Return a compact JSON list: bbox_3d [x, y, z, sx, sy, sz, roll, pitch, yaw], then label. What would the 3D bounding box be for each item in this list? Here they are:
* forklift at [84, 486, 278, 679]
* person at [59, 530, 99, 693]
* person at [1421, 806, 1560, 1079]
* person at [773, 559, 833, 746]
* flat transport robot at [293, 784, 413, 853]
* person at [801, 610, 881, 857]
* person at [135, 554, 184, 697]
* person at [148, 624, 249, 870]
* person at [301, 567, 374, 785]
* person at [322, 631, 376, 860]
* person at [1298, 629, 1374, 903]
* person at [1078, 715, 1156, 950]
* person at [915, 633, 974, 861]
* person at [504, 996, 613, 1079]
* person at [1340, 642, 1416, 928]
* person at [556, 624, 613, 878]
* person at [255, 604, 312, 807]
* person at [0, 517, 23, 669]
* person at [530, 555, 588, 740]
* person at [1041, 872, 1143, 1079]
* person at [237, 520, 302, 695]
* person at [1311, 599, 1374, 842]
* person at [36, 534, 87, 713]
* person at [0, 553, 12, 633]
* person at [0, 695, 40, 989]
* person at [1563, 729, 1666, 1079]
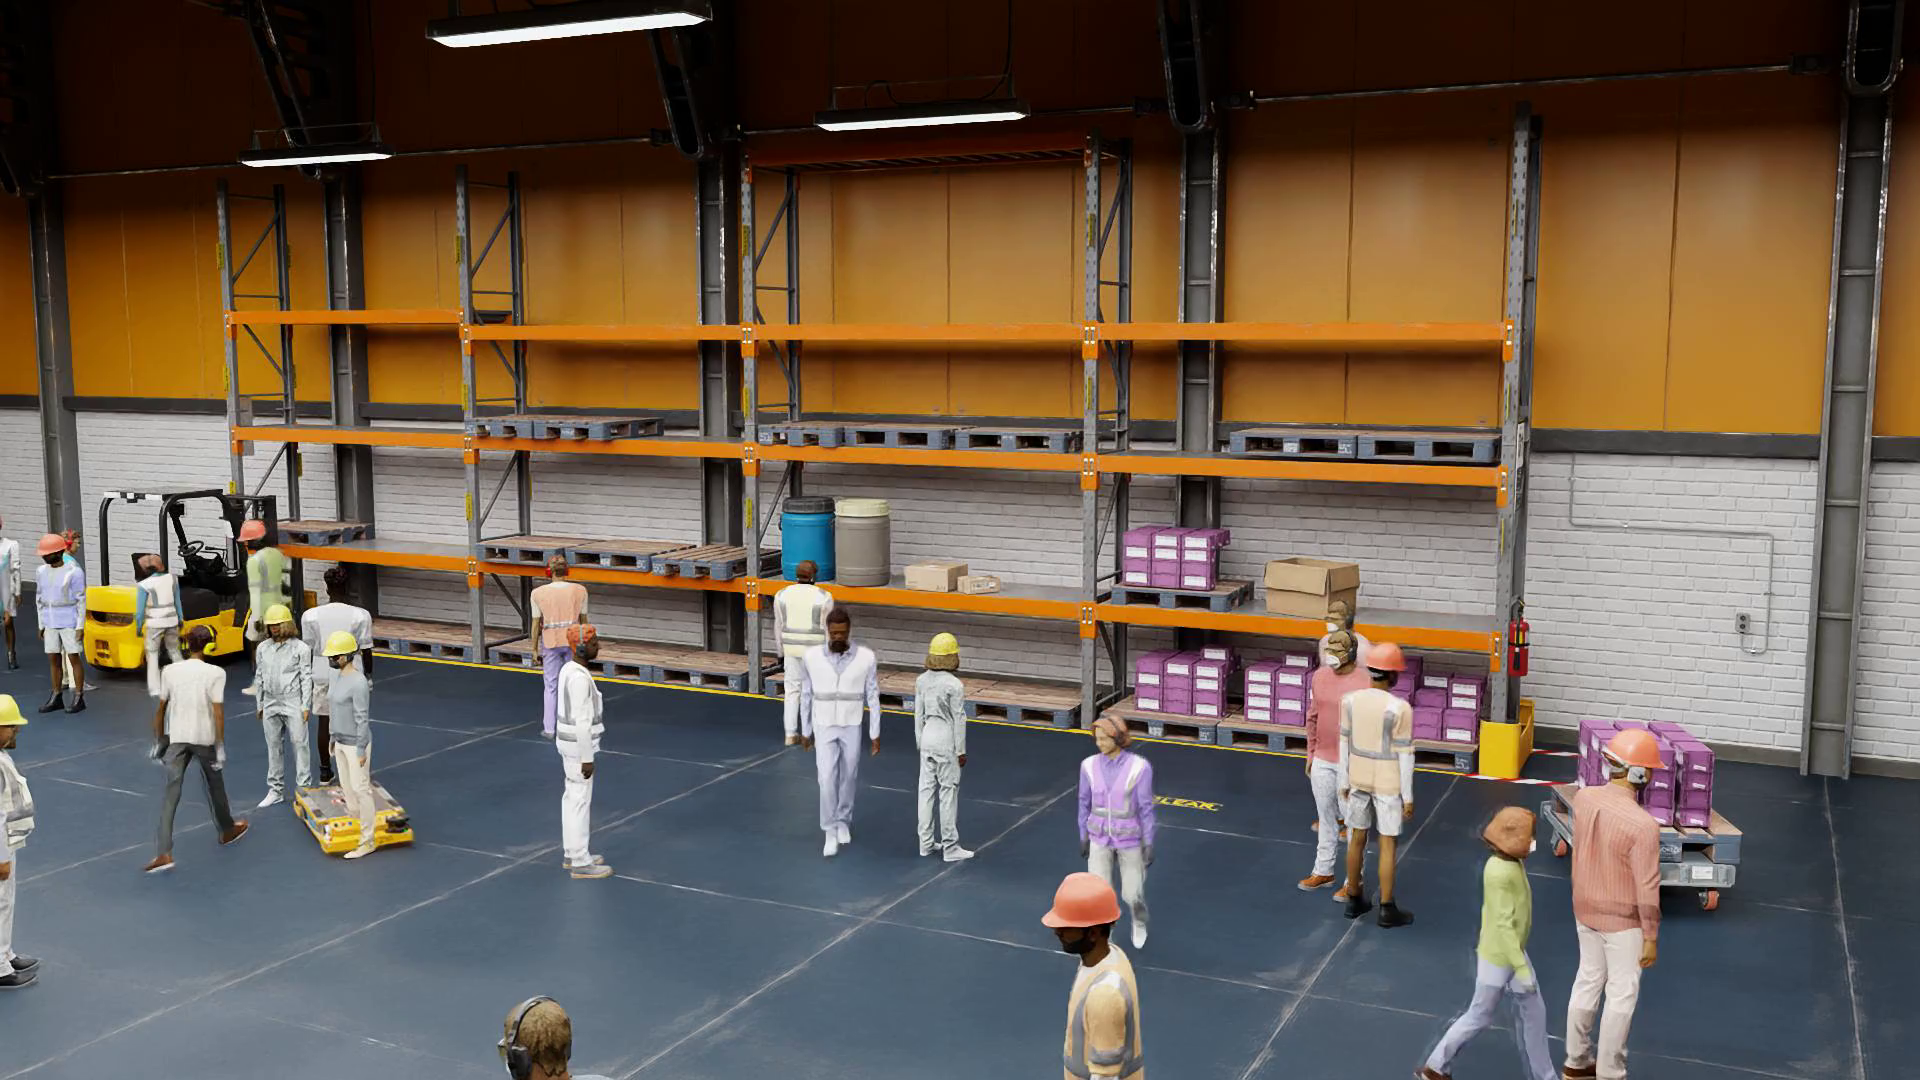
[{"bbox_3d":[-9.426,0.454,20.179,1.214,2.155,2.313,3,8,26],"label":"forklift"},{"bbox_3d":[-10.054,0.804,18.743,0.563,1.838,0.389,6,9,39],"label":"person"},{"bbox_3d":[2.814,2.153,8.608,0.819,1.592,0.506,4,8,32],"label":"person"},{"bbox_3d":[-1.503,1.102,16.286,0.635,1.840,0.429,2,7,15],"label":"person"},{"bbox_3d":[-4.943,2.217,13.491,0.652,0.197,1.431,-4,8,-31],"label":"flat transport robot"},{"bbox_3d":[-0.923,1.489,12.881,0.619,1.881,0.885,-1,7,-5],"label":"person"},{"bbox_3d":[-8.876,0.949,18.498,0.328,1.622,0.565,3,8,26],"label":"person"},{"bbox_3d":[-5.910,1.562,12.743,0.593,1.792,1.034,-1,7,-4],"label":"person"},{"bbox_3d":[-5.554,1.216,14.883,0.599,1.959,0.387,-2,7,-16],"label":"person"},{"bbox_3d":[-4.714,1.564,12.801,0.342,1.761,0.524,-7,10,-44],"label":"person"},{"bbox_3d":[2.708,1.589,11.844,0.372,1.940,0.630,-5,9,-37],"label":"person"},{"bbox_3d":[0.996,1.908,10.524,0.540,1.612,0.561,3,8,26],"label":"person"},{"bbox_3d":[-0.131,1.576,12.753,0.486,1.744,0.311,7,10,43],"label":"person"},{"bbox_3d":[-1.296,2.392,5.276,0.382,1.929,0.635,3,8,27],"label":"person"},{"bbox_3d":[2.866,1.657,11.347,0.383,1.928,0.581,-6,9,-43],"label":"person"},{"bbox_3d":[-2.814,1.555,12.357,0.358,1.882,0.574,-3,7,-21],"label":"person"},{"bbox_3d":[-5.751,1.409,14.135,0.487,1.744,0.297,0,7,3],"label":"person"},{"bbox_3d":[-11.564,0.613,19.950,0.557,1.936,0.438,-4,8,-27],"label":"person"},{"bbox_3d":[-3.973,1.072,16.544,0.560,1.837,0.391,-3,8,-24],"label":"person"},{"bbox_3d":[0.527,2.243,6.544,0.421,1.924,0.558,1,7,5],"label":"person"},{"bbox_3d":[-7.637,0.761,18.470,0.799,2.001,0.630,2,7,12],"label":"person"},{"bbox_3d":[3.069,1.423,13.268,0.372,1.932,0.637,-3,8,-24],"label":"person"},{"bbox_3d":[-9.568,0.888,17.679,0.547,1.928,0.385,1,7,9],"label":"person"},{"bbox_3d":[-11.034,0.772,18.767,0.615,1.915,0.795,-3,8,-24],"label":"person"},{"bbox_3d":[-5.900,1.849,10.208,0.403,1.818,0.601,-4,8,-31],"label":"person"},{"bbox_3d":[3.429,1.955,8.672,0.411,1.980,0.626,-2,7,-17],"label":"person"}]
